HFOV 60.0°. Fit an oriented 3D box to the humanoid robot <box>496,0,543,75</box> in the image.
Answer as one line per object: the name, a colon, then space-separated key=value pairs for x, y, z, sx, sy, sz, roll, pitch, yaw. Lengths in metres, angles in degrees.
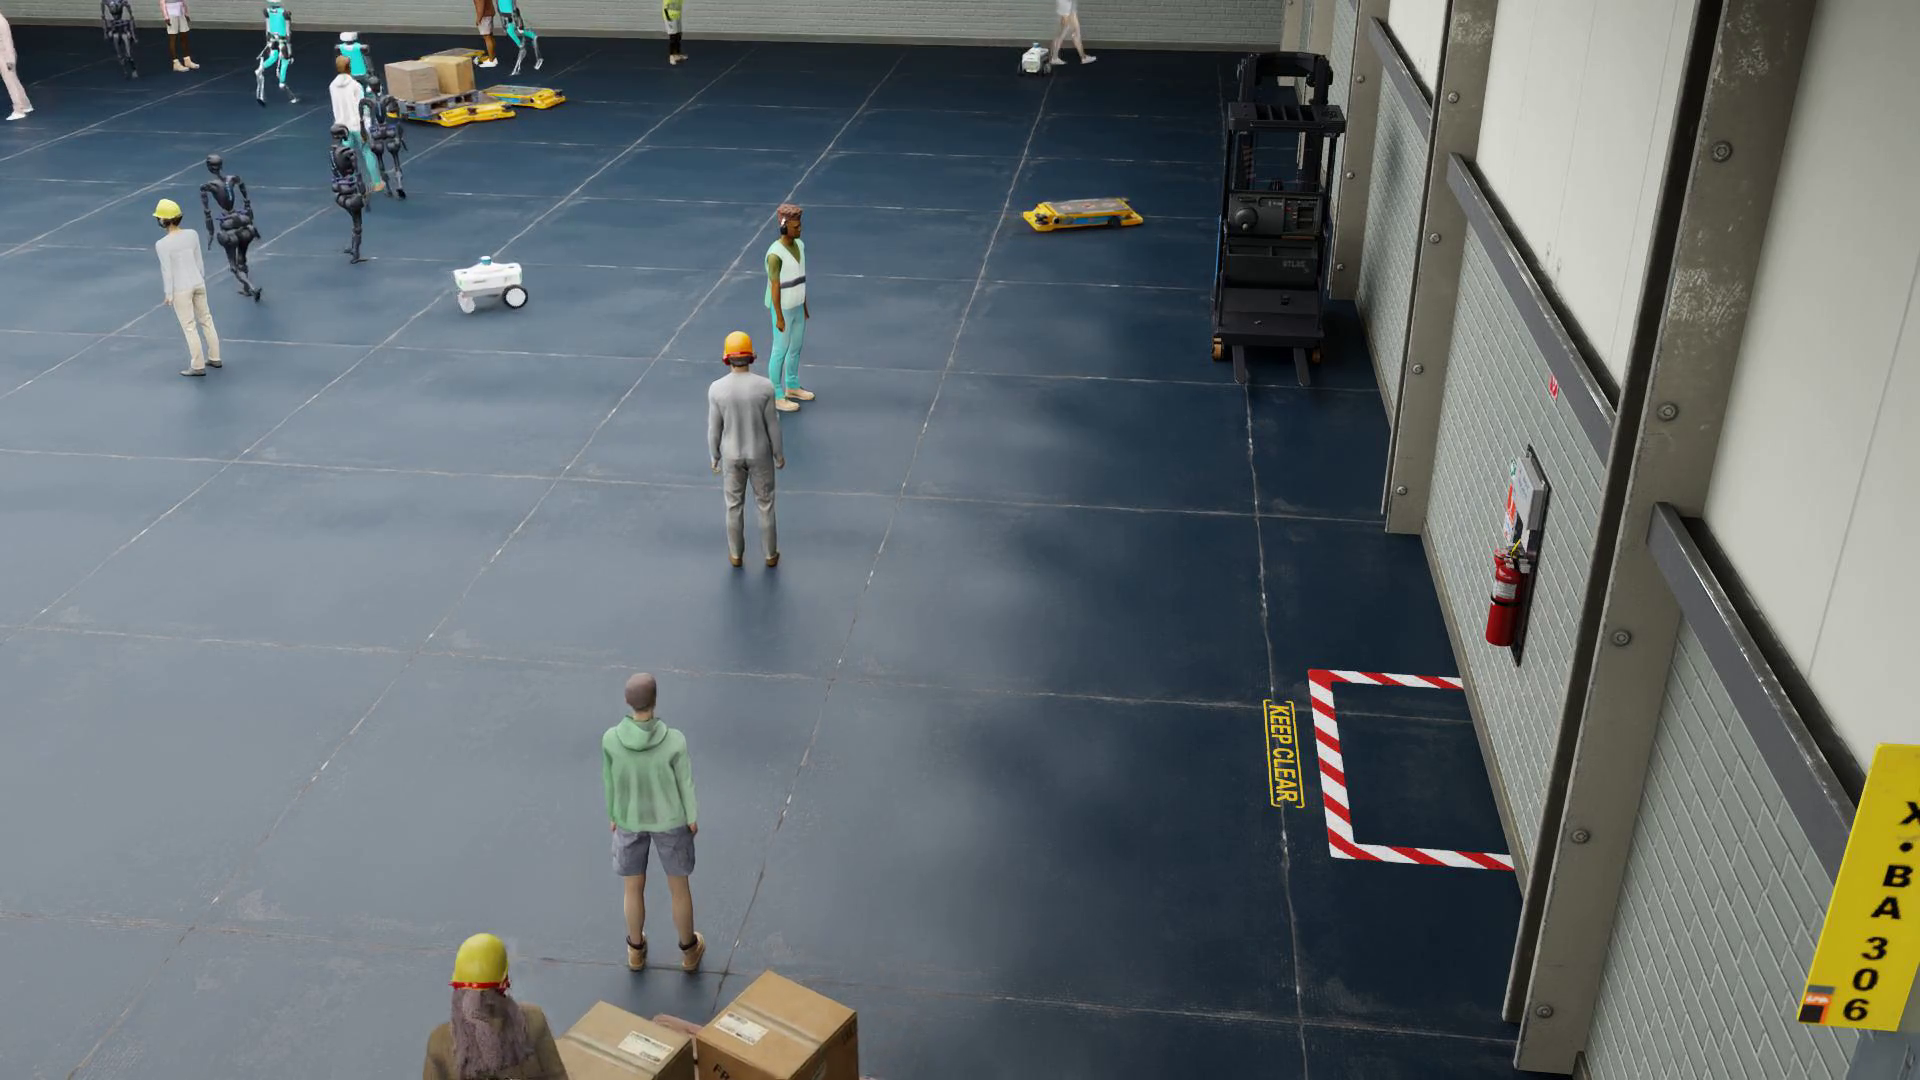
humanoid robot: x=-7.966 y=-9.405 z=30.329 sx=0.558 sy=1.772 sz=0.994 roll=17 pitch=31 yaw=31

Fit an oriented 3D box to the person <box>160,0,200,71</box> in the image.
person: x=-14.315 y=-9.626 z=30.392 sx=0.402 sy=2.035 sz=0.608 roll=9 pitch=28 yaw=17

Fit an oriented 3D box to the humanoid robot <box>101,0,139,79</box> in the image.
humanoid robot: x=-14.994 y=-9.068 z=29.664 sx=0.612 sy=1.642 sz=0.358 roll=0 pitch=27 yaw=-1

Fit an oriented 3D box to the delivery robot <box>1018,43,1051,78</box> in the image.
delivery robot: x=1.381 y=-8.717 z=30.213 sx=0.520 sy=0.587 sz=0.753 roll=8 pitch=28 yaw=16

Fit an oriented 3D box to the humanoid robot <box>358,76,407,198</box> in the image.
humanoid robot: x=-7.766 y=-5.401 z=22.372 sx=0.601 sy=1.640 sz=0.517 roll=-12 pitch=29 yaw=-22

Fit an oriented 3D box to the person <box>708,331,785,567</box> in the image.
person: x=-1.628 y=-0.675 z=12.684 sx=0.569 sy=1.889 sz=0.389 roll=-1 pitch=27 yaw=-3

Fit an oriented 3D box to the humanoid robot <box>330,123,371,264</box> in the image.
humanoid robot: x=-7.276 y=-4.139 z=19.828 sx=0.595 sy=1.644 sz=0.344 roll=19 pitch=32 yaw=33

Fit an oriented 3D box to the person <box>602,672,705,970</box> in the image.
person: x=-1.589 y=1.471 z=8.573 sx=0.469 sy=1.732 sz=0.326 roll=0 pitch=27 yaw=1

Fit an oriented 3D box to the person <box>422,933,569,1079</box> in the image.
person: x=-1.875 y=2.355 z=6.795 sx=0.534 sy=1.737 sz=0.479 roll=-18 pitch=32 yaw=-32

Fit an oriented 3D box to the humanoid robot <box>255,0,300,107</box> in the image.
humanoid robot: x=-11.474 y=-8.030 z=27.597 sx=0.533 sy=1.780 sz=1.034 roll=11 pitch=29 yaw=20

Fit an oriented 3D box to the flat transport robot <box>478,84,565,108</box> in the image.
flat transport robot: x=-7.462 y=-7.479 z=28.069 sx=1.431 sy=0.231 sz=0.659 roll=8 pitch=28 yaw=16

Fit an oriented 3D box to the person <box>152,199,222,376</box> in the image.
person: x=-7.657 y=-2.493 z=16.439 sx=0.302 sy=1.772 sz=0.524 roll=9 pitch=28 yaw=17

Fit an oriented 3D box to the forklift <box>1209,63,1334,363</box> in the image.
forklift: x=3.241 y=-3.477 z=17.183 sx=1.129 sy=2.768 sz=1.873 roll=3 pitch=27 yaw=6

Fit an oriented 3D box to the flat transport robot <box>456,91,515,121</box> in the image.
flat transport robot: x=-7.942 y=-7.158 z=27.428 sx=0.659 sy=0.231 sz=1.431 roll=-18 pitch=32 yaw=-32

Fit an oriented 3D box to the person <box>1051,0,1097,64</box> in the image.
person: x=2.125 y=-9.778 z=30.923 sx=0.936 sy=1.823 sz=0.548 roll=-5 pitch=27 yaw=-11

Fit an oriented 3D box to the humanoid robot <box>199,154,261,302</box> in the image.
humanoid robot: x=-8.045 y=-3.472 z=18.516 sx=0.608 sy=1.621 sz=0.595 roll=19 pitch=32 yaw=32

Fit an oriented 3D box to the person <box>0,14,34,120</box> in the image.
person: x=-15.429 y=-7.782 z=26.898 sx=0.502 sy=1.894 sz=0.702 roll=-19 pitch=32 yaw=-33

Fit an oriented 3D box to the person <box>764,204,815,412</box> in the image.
person: x=-1.624 y=-2.189 z=15.618 sx=0.400 sy=1.970 sz=0.479 roll=13 pitch=29 yaw=24

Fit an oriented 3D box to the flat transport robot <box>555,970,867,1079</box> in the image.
flat transport robot: x=-1.069 y=2.830 z=7.490 sx=0.659 sy=0.231 sz=1.431 roll=11 pitch=29 yaw=21

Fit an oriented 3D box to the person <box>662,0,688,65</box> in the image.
person: x=-5.310 y=-9.740 z=31.027 sx=0.361 sy=1.658 sz=0.691 roll=13 pitch=29 yaw=24

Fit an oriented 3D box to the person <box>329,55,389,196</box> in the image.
person: x=-8.197 y=-5.622 z=22.560 sx=0.510 sy=1.872 sz=0.966 roll=4 pitch=27 yaw=7

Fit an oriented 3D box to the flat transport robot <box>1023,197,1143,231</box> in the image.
flat transport robot: x=1.595 y=-4.219 z=21.562 sx=1.431 sy=0.231 sz=0.659 roll=-6 pitch=27 yaw=-12

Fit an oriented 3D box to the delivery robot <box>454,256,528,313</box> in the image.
delivery robot: x=-5.228 y=-2.861 z=18.527 sx=0.791 sy=0.592 sz=0.499 roll=-11 pitch=29 yaw=-21

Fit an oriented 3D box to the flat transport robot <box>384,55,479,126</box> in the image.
flat transport robot: x=-8.545 y=-6.940 z=26.992 sx=1.431 sy=0.231 sz=0.659 roll=15 pitch=30 yaw=27

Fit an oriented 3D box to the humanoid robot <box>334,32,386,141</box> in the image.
humanoid robot: x=-8.936 y=-6.855 z=25.222 sx=0.542 sy=1.765 sz=0.956 roll=5 pitch=27 yaw=10

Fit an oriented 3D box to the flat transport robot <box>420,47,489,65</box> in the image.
flat transport robot: x=-9.477 y=-8.939 z=30.983 sx=0.659 sy=0.231 sz=1.431 roll=12 pitch=29 yaw=22

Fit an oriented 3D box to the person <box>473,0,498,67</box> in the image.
person: x=-8.784 y=-9.721 z=30.773 sx=0.397 sy=1.855 sz=0.773 roll=-1 pitch=27 yaw=-2
